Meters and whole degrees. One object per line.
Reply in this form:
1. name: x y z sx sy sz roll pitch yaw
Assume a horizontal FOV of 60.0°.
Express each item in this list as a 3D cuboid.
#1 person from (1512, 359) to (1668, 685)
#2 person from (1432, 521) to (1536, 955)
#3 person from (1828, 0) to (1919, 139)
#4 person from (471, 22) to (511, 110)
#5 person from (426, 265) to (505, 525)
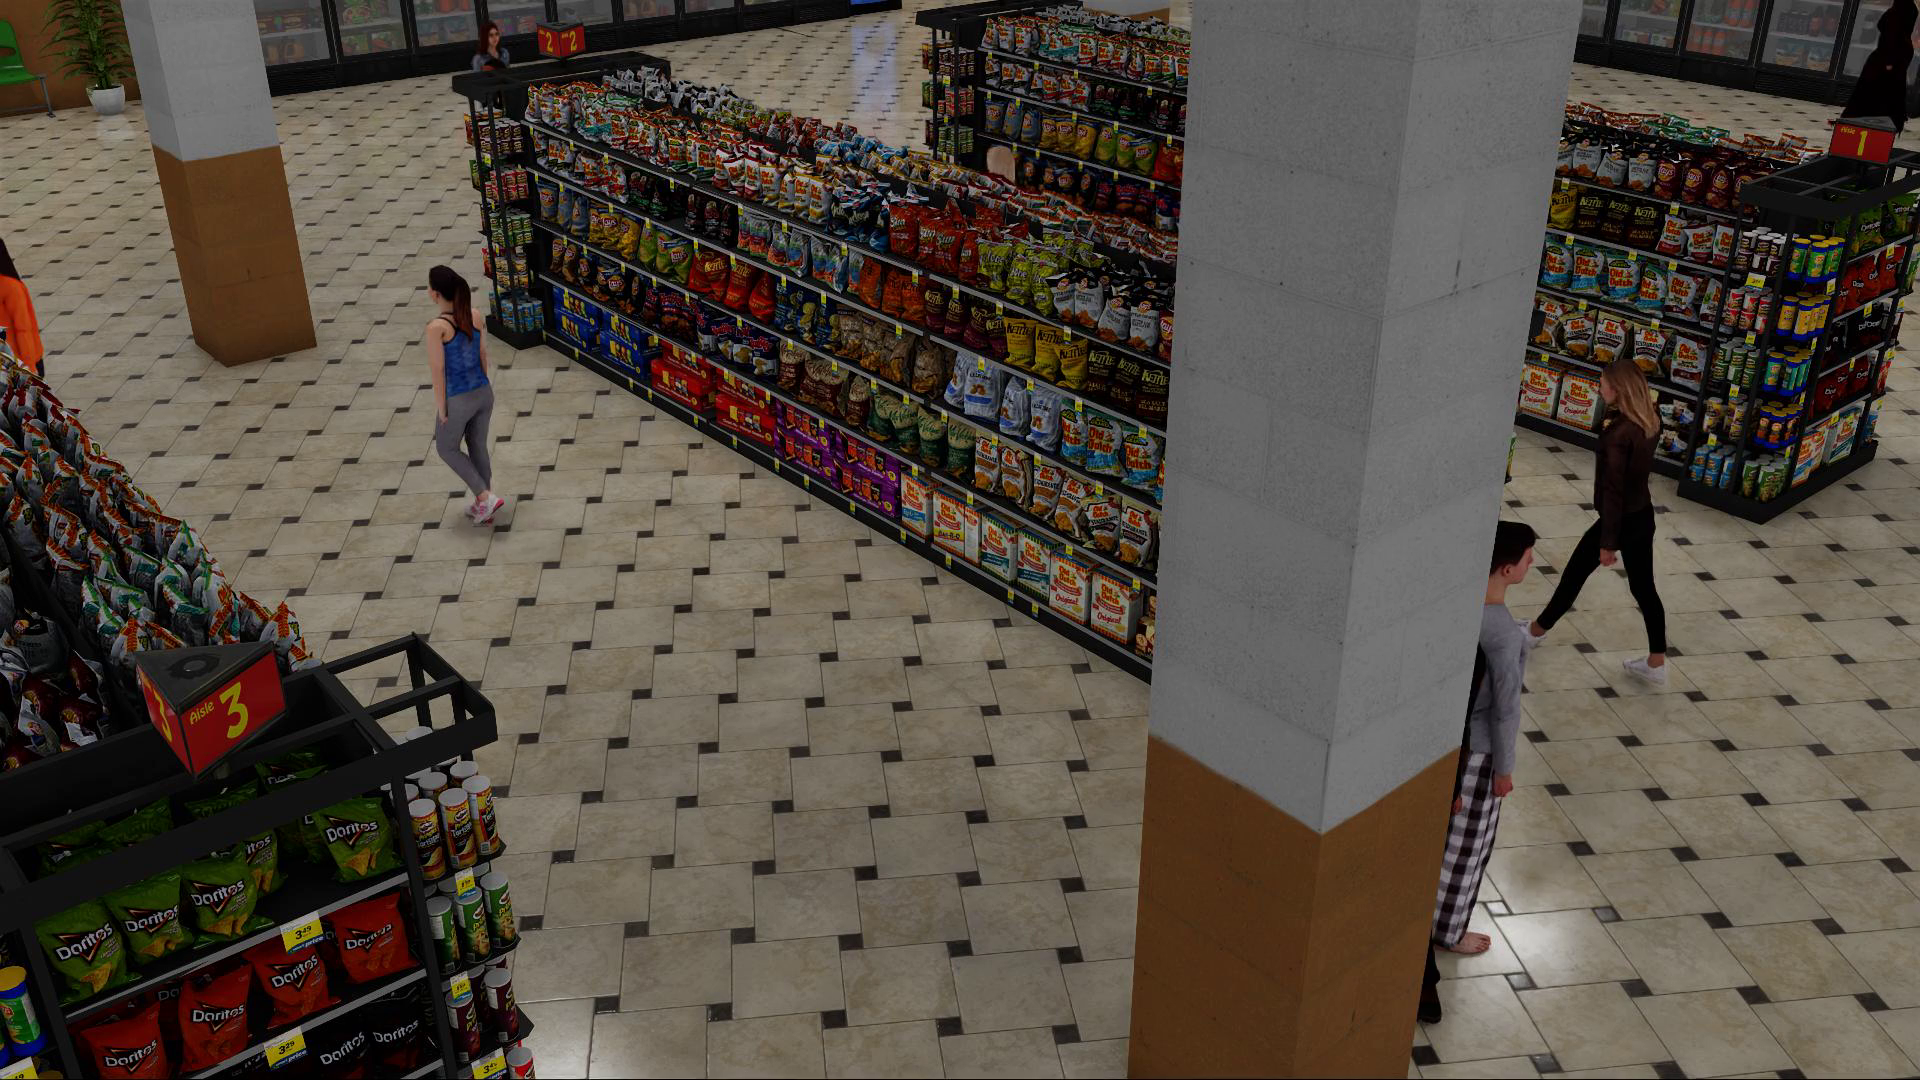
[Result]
1. person: 3.321 -0.027 8.174 0.783 1.648 1.116 -23 35 -38
2. person: 1.952 0.759 6.402 0.761 1.847 0.616 -7 28 -14
3. person: 10.524 -5.366 18.614 0.667 1.725 1.010 -21 34 -35
4. person: -4.646 -4.287 16.535 0.960 1.682 0.731 21 34 36
5. person: -2.864 -0.811 9.774 0.771 1.597 0.653 18 32 31
